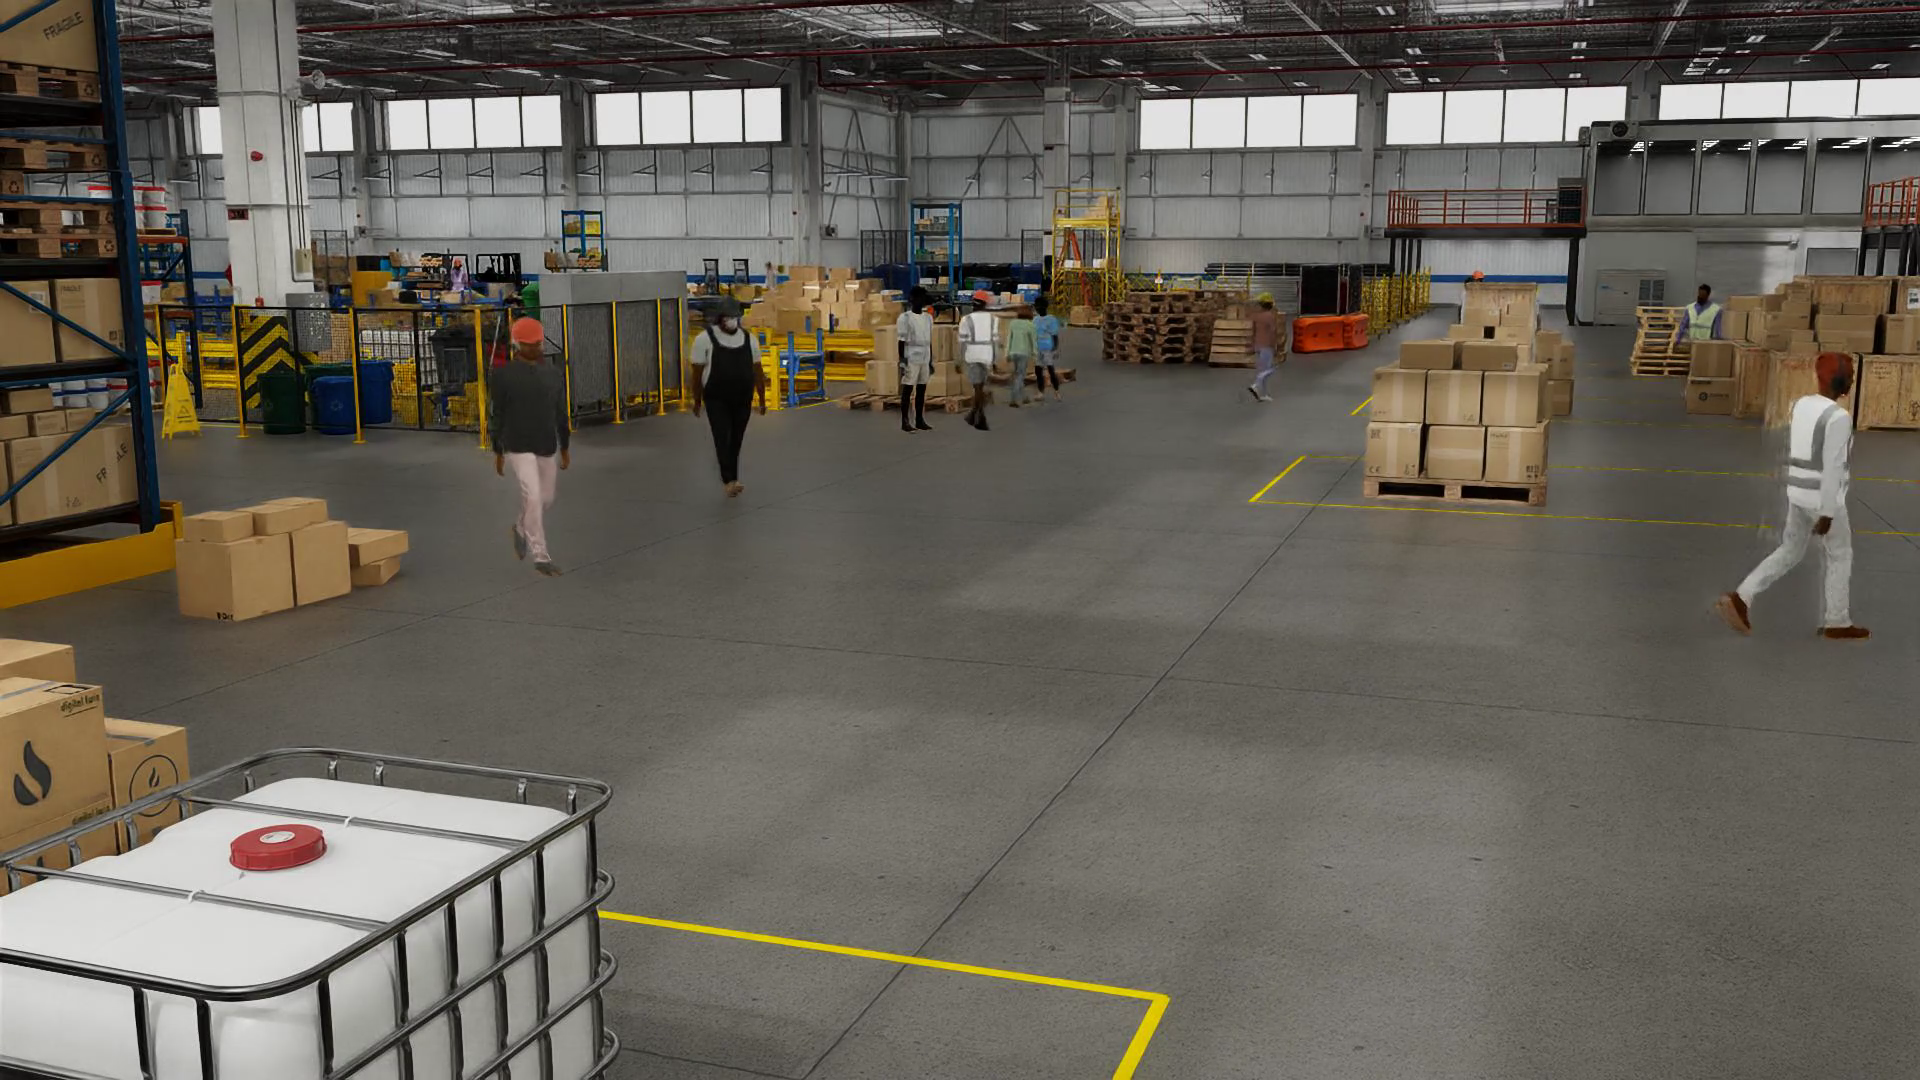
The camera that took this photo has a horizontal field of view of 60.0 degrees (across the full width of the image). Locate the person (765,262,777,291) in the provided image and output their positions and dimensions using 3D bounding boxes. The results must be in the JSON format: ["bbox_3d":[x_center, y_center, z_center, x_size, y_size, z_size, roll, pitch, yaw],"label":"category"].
[{"bbox_3d":[-6.788,-9.023,59.734,0.427,1.877,0.680,-3,10,-14],"label":"person"}]

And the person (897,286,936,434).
[{"bbox_3d":[-0.572,-2.401,22.184,0.613,1.958,0.372,-10,14,-43],"label":"person"}]

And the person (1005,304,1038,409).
[{"bbox_3d":[0.982,-2.824,25.564,0.516,1.589,0.774,8,13,38],"label":"person"}]

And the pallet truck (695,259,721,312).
[{"bbox_3d":[-9.165,-9.627,62.776,0.823,1.965,1.885,4,11,23],"label":"pallet truck"}]

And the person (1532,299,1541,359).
[{"bbox_3d":[10.527,-3.841,30.710,0.883,1.827,0.581,-7,12,-33],"label":"person"}]

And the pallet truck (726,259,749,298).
[{"bbox_3d":[-7.986,-9.493,62.019,0.823,1.965,1.885,3,11,17],"label":"pallet truck"}]

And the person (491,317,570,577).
[{"bbox_3d":[-3.320,-0.735,12.789,0.622,1.970,0.859,-9,14,-42],"label":"person"}]

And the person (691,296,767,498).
[{"bbox_3d":[-2.252,-1.442,16.556,0.707,2.000,0.989,-5,11,-28],"label":"person"}]

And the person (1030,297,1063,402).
[{"bbox_3d":[1.409,-3.051,26.693,0.662,1.673,0.382,9,13,41],"label":"person"}]

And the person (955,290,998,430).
[{"bbox_3d":[0.196,-2.465,22.784,0.577,1.869,0.936,-4,11,-23],"label":"person"}]

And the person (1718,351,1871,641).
[{"bbox_3d":[5.325,-0.266,10.473,0.875,1.855,0.576,-1,10,-6],"label":"person"}]

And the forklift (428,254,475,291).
[{"bbox_3d":[-20.133,-10.254,65.465,1.157,1.987,2.680,3,11,19],"label":"forklift"}]

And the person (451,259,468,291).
[{"bbox_3d":[-16.504,-8.231,54.772,0.608,2.048,0.365,0,10,1],"label":"person"}]

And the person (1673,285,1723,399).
[{"bbox_3d":[11.982,-3.194,26.944,1.035,1.861,0.596,-7,12,-33],"label":"person"}]

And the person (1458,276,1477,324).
[{"bbox_3d":[10.590,-4.558,34.634,0.524,1.855,0.421,8,13,38],"label":"person"}]

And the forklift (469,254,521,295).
[{"bbox_3d":[-17.990,-10.121,64.684,1.157,1.987,2.680,3,11,17],"label":"forklift"}]

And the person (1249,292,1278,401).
[{"bbox_3d":[4.836,-3.072,26.524,0.460,1.755,0.540,-5,11,-28],"label":"person"}]

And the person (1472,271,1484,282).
[{"bbox_3d":[11.532,-5.033,37.112,0.388,1.929,0.540,4,11,22],"label":"person"}]
